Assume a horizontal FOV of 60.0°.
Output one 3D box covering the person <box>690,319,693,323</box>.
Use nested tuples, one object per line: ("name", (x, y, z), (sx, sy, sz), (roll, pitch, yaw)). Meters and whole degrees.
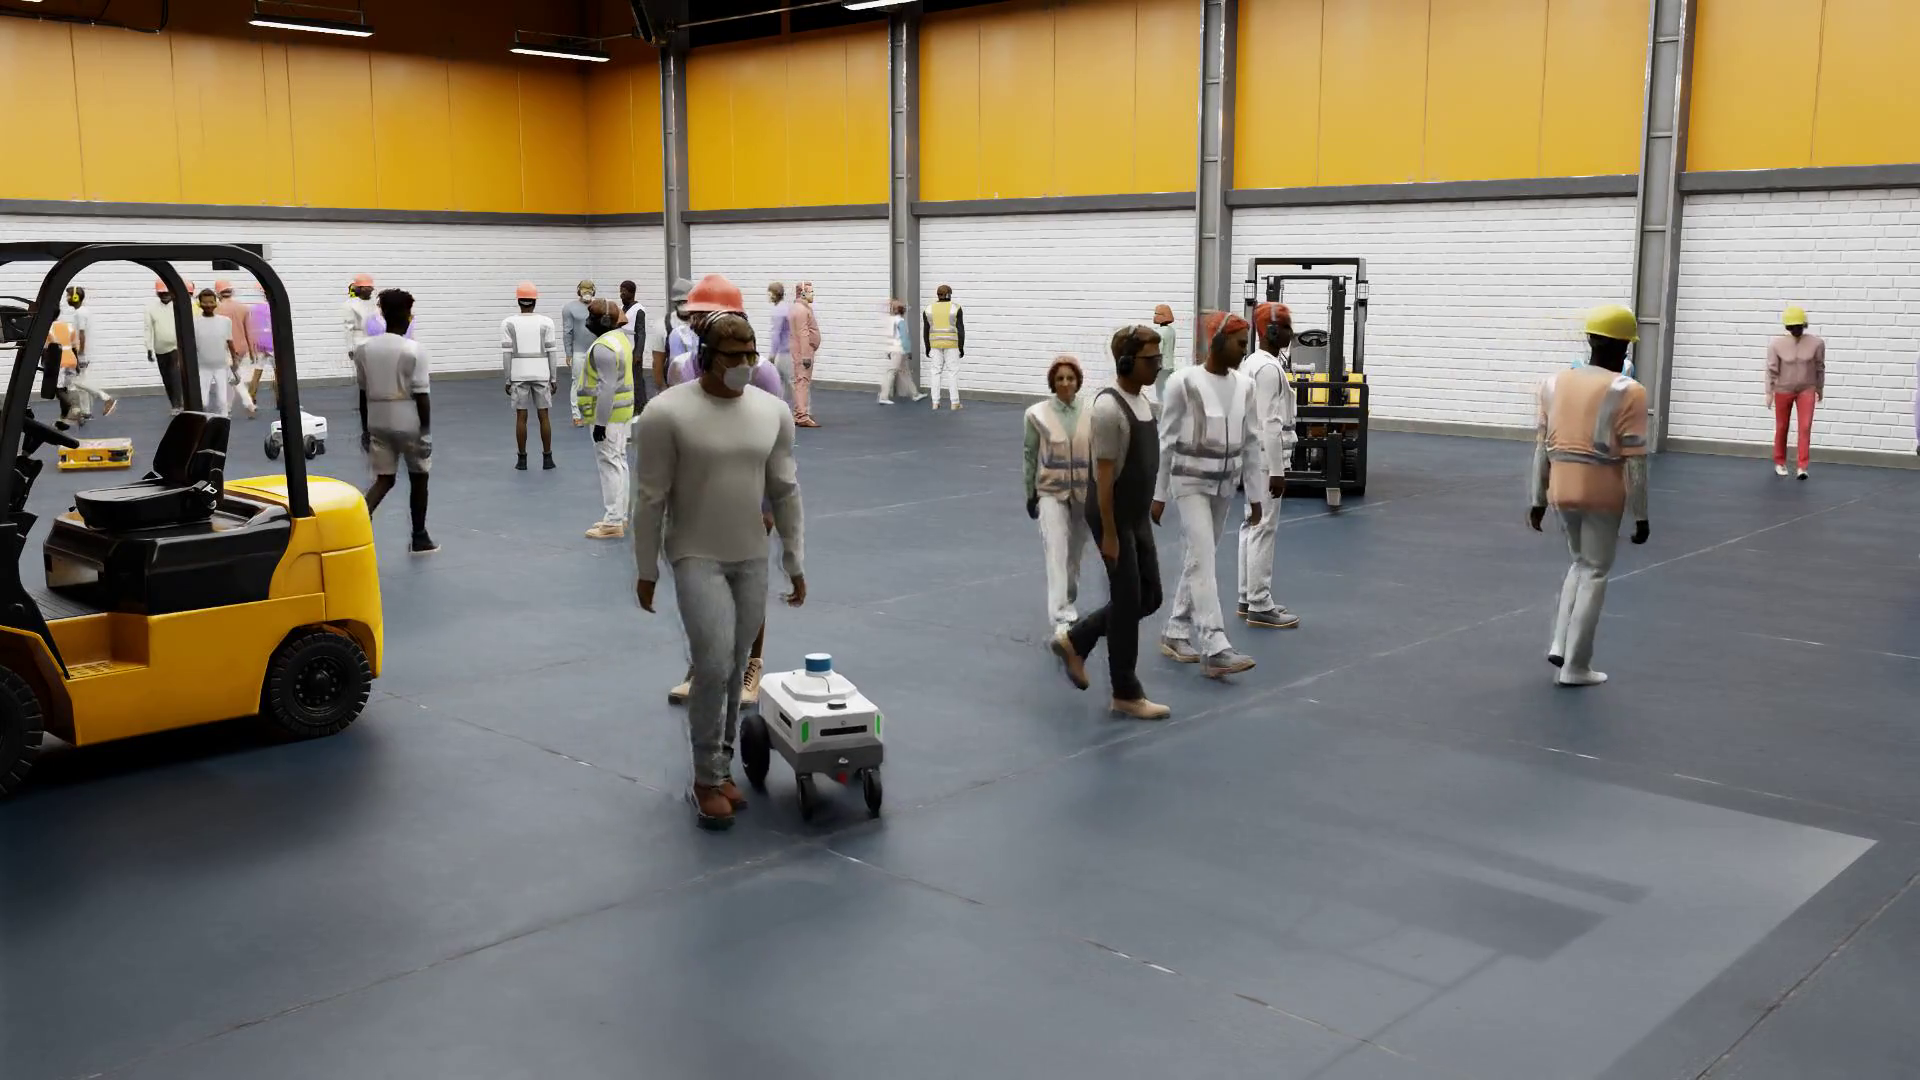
("person", (-2.501, -1.312, 15.799), (0.507, 1.632, 0.272), (2, 9, 9))

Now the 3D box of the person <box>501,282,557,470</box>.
("person", (-4.434, -1.685, 17.160), (0.545, 1.938, 0.359), (-2, 10, -15))

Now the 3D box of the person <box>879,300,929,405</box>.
("person", (-0.871, -2.865, 25.437), (0.857, 1.589, 0.545), (-3, 10, -17))

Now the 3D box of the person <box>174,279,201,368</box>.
("person", (-10.263, -2.493, 22.103), (0.351, 1.942, 0.545), (-1, 9, -7))

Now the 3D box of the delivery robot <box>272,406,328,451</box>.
("delivery robot", (-7.259, -1.226, 18.286), (0.477, 0.478, 0.707), (1, 9, 4))

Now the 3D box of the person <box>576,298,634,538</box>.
("person", (-2.740, -0.939, 12.872), (0.429, 1.845, 0.633), (0, 9, -1))

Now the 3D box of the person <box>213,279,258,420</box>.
("person", (-10.037, -2.636, 22.977), (1.040, 1.946, 0.616), (6, 11, 32))

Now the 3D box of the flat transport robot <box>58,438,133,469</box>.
("flat transport robot", (-9.138, -0.925, 17.597), (0.652, 0.197, 1.431), (-4, 10, -25))

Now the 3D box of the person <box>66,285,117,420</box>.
("person", (-11.938, -2.546, 22.713), (0.522, 1.848, 0.530), (-4, 10, -26))

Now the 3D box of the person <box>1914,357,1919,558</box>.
("person", (6.691, -0.673, 11.038), (0.641, 1.913, 0.408), (9, 13, 43))

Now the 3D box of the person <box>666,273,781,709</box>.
("person", (-1.137, -0.224, 7.863), (0.607, 2.048, 0.370), (4, 10, 22))

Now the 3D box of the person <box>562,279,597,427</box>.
("person", (-4.898, -2.447, 21.849), (0.627, 1.934, 0.371), (-6, 11, -33))

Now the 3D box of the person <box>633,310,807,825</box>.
("person", (-0.849, 0.108, 6.220), (0.650, 1.912, 0.654), (-7, 12, -36))

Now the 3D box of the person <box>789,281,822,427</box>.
("person", (-2.029, -2.434, 21.846), (0.409, 1.908, 0.639), (-2, 9, -12))

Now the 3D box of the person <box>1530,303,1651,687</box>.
("person", (3.152, -0.214, 8.239), (0.478, 1.902, 0.615), (-6, 11, -31))

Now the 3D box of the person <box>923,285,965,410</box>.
("person", (-0.222, -2.837, 24.536), (0.619, 1.838, 0.430), (2, 10, 14))

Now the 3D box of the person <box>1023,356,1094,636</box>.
("person", (0.618, -0.254, 9.483), (0.510, 1.590, 0.910), (-1, 9, -6))

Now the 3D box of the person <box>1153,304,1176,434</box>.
("person", (2.494, -2.084, 20.528), (0.280, 1.636, 0.498), (5, 11, 30))

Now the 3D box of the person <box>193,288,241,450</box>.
("person", (-8.584, -1.964, 19.123), (0.549, 1.857, 0.581), (-6, 11, -33))

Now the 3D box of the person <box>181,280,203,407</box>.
("person", (-11.607, -2.960, 25.056), (0.408, 1.913, 0.642), (0, 9, -2))

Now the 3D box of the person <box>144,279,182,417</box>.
("person", (-11.242, -2.745, 23.647), (0.607, 1.955, 1.001), (-3, 10, -16))

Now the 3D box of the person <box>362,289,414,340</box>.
("person", (-6.395, -1.889, 18.675), (0.565, 1.850, 0.390), (-5, 11, -30))

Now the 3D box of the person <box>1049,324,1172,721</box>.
("person", (0.705, -0.081, 7.673), (0.560, 1.830, 0.505), (5, 11, 29))

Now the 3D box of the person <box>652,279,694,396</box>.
("person", (-2.566, -1.515, 15.801), (0.706, 2.000, 1.055), (0, 9, 0))

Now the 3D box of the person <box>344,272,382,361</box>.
("person", (-8.333, -2.750, 23.426), (0.632, 2.022, 0.424), (-9, 13, -43))

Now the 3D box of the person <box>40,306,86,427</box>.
("person", (-11.586, -2.259, 21.516), (0.729, 1.667, 0.554), (4, 10, 22))

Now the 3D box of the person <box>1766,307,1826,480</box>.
("person", (8.245, -1.445, 16.413), (0.551, 1.691, 0.903), (3, 10, 20))

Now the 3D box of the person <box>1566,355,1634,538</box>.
("person", (4.908, -0.849, 12.769), (0.529, 1.697, 0.321), (-2, 9, -9))

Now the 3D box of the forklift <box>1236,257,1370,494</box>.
("forklift", (3.309, -1.629, 16.029), (1.214, 2.155, 2.313), (2, 9, 11))

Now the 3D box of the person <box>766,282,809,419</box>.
("person", (-2.424, -2.531, 22.475), (0.819, 1.892, 0.661), (0, 9, 2))

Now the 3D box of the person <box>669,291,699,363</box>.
("person", (-2.195, -1.196, 14.168), (0.551, 1.932, 0.376), (-8, 12, -40))

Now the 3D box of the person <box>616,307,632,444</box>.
("person", (-4.047, -1.949, 19.740), (0.281, 1.626, 0.503), (-1, 9, -5))

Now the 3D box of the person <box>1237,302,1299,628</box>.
("person", (1.789, -0.437, 9.672), (0.355, 1.884, 0.576), (0, 9, -1))

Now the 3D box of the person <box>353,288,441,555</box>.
("person", (-4.031, -0.811, 11.789), (0.620, 1.939, 0.785), (3, 10, 15))

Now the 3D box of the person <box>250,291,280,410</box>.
("person", (-10.127, -2.805, 24.255), (0.554, 1.888, 0.712), (2, 10, 14))

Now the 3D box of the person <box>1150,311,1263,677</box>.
("person", (1.340, -0.230, 8.515), (0.595, 1.845, 0.917), (-6, 11, -31))

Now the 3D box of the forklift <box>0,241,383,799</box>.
("forklift", (-3.706, -0.171, 7.093), (1.214, 2.155, 2.313), (9, 13, 43))

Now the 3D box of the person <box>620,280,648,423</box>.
("person", (-4.434, -2.545, 22.491), (0.391, 1.920, 0.593), (-8, 12, -39))

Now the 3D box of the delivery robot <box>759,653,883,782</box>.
("delivery robot", (-0.554, 0.690, 6.540), (0.477, 0.478, 0.707), (-3, 10, -20))

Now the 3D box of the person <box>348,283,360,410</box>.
("person", (-8.780, -2.824, 24.370), (0.335, 1.865, 0.519), (0, 9, -1))
